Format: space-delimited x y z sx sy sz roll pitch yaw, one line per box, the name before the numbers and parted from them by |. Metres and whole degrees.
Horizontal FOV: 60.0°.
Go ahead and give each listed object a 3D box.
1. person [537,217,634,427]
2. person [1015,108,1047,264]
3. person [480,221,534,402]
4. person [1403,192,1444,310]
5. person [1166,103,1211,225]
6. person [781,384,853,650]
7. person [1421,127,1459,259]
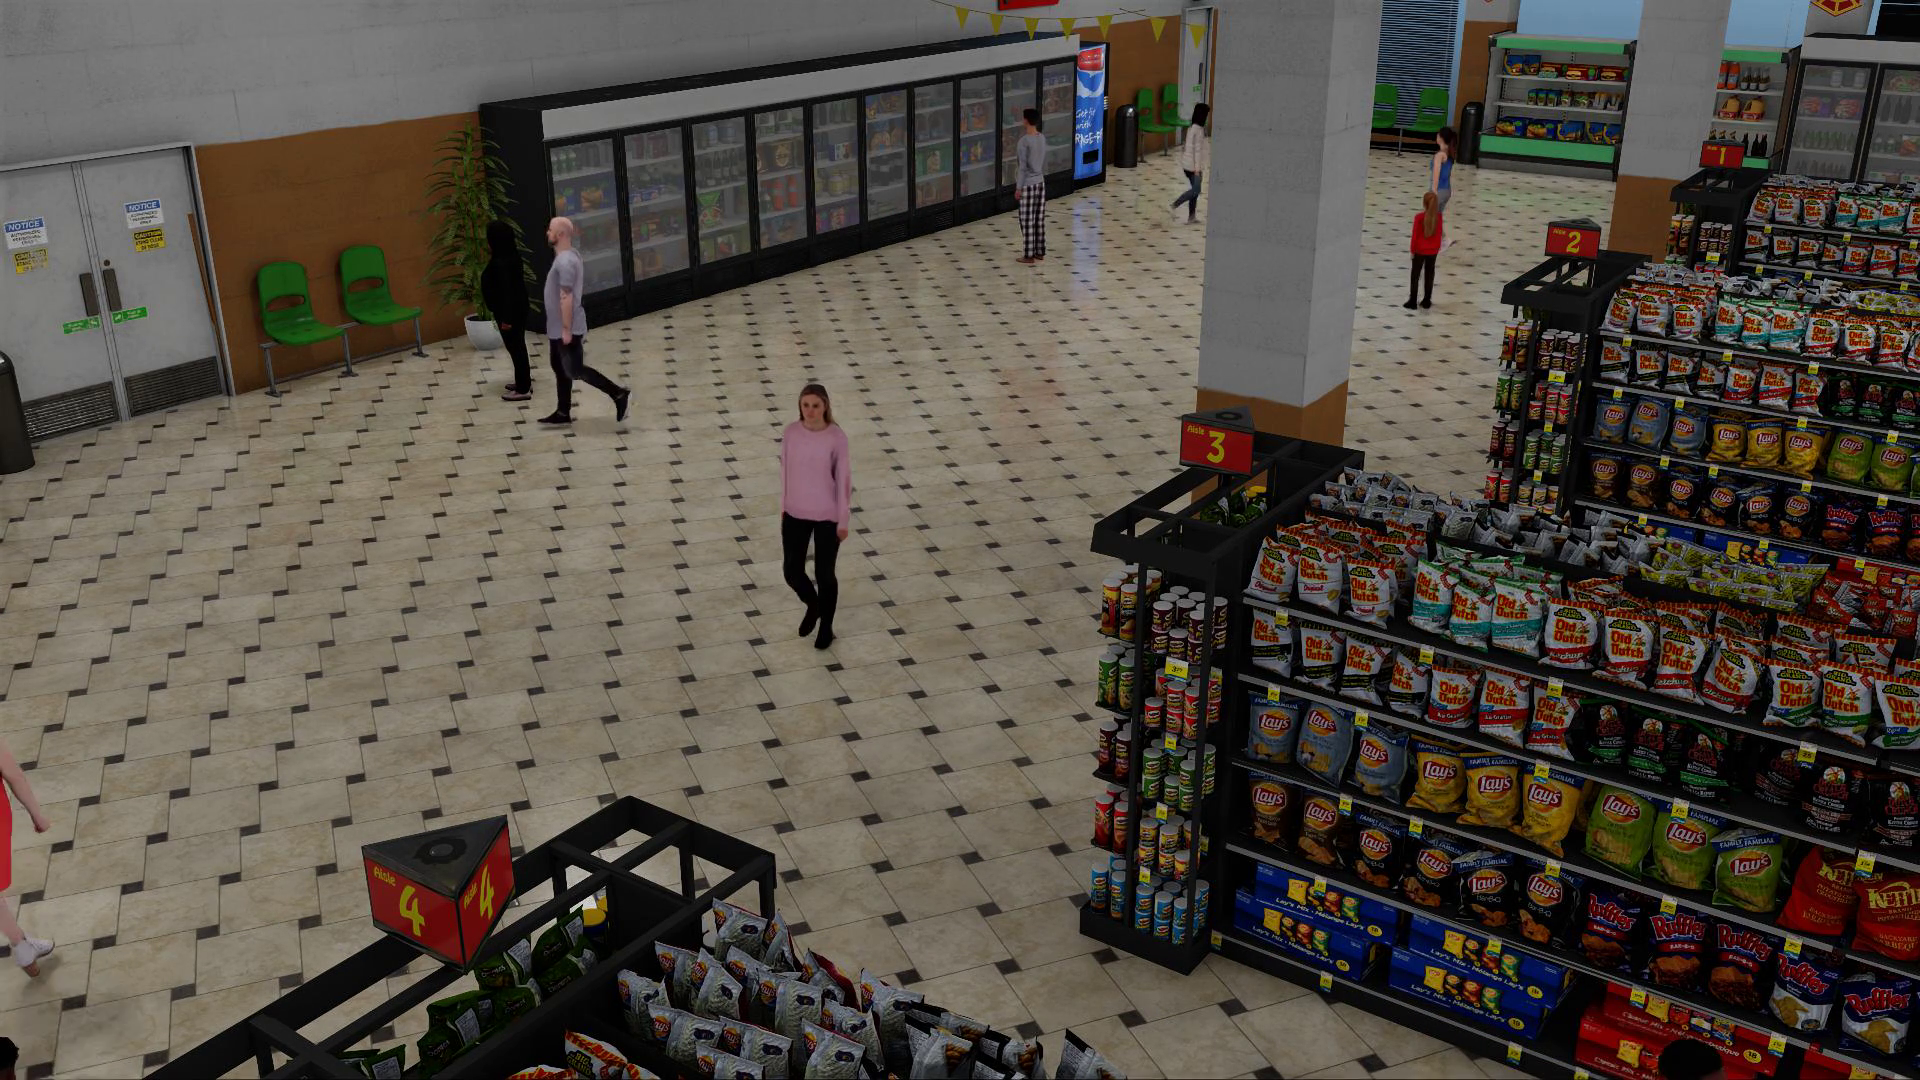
person | -3.233 -1.806 14.081 1.157 1.812 1.097 -3 22 -8
person | 0.876 -4.326 20.306 0.571 1.847 0.648 19 28 39
person | -4.051 -2.072 15.007 0.824 1.616 0.774 -2 22 -6
person | 5.094 -3.160 18.160 0.600 1.283 0.663 -2 22 -6
person | 3.070 -5.042 22.396 0.991 1.618 0.935 -5 22 -13
person | -0.865 -0.169 10.187 0.657 1.677 0.762 5 23 13
person | 5.941 -4.249 20.450 0.665 1.598 0.817 -18 28 -38
